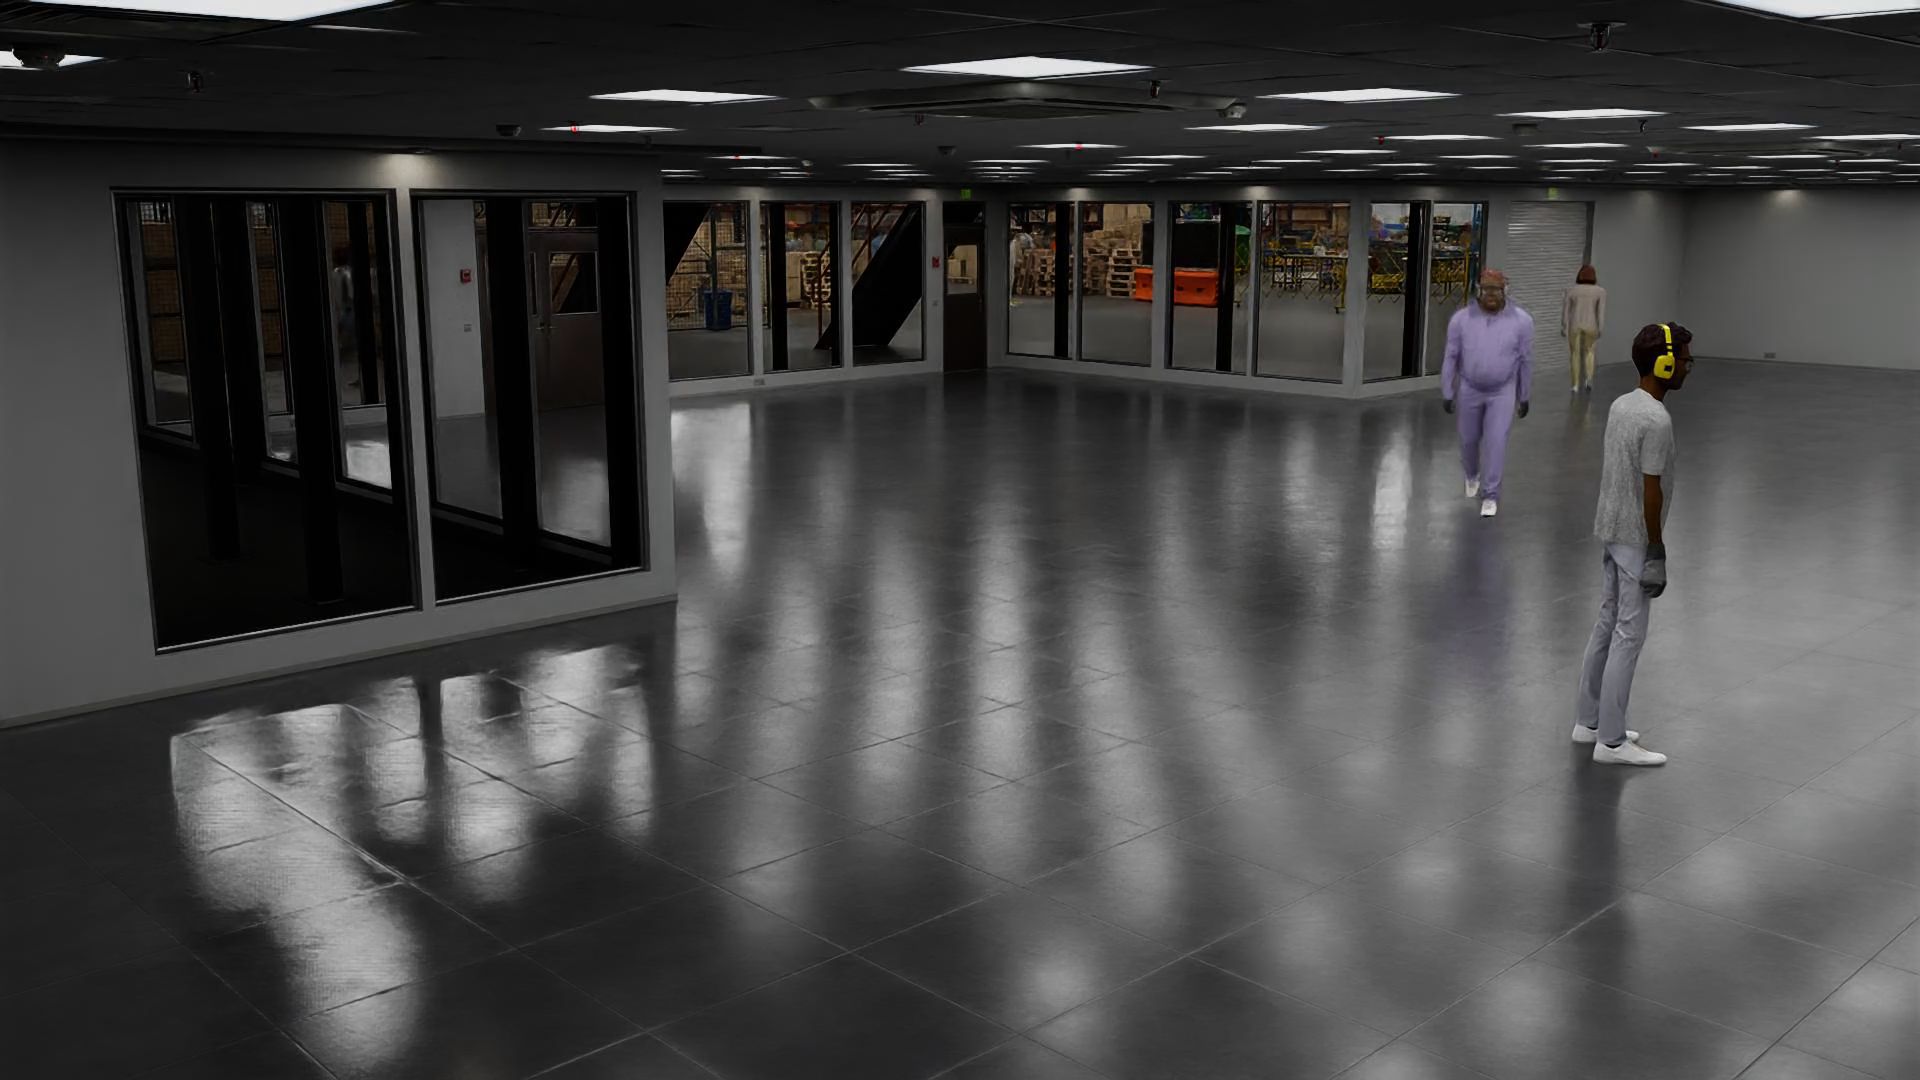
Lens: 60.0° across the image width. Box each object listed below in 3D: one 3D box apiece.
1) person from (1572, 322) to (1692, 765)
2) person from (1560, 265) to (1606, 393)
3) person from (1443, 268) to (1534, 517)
[{"bbox_3d":[2.851,0.018,7.017,0.328,1.861,0.506,0,11,2],"label":"person"},{"bbox_3d":[7.939,-2.702,21.254,0.505,1.607,0.702,3,12,14],"label":"person"},{"bbox_3d":[4.075,-1.162,12.871,0.653,1.884,0.792,5,12,22],"label":"person"}]
